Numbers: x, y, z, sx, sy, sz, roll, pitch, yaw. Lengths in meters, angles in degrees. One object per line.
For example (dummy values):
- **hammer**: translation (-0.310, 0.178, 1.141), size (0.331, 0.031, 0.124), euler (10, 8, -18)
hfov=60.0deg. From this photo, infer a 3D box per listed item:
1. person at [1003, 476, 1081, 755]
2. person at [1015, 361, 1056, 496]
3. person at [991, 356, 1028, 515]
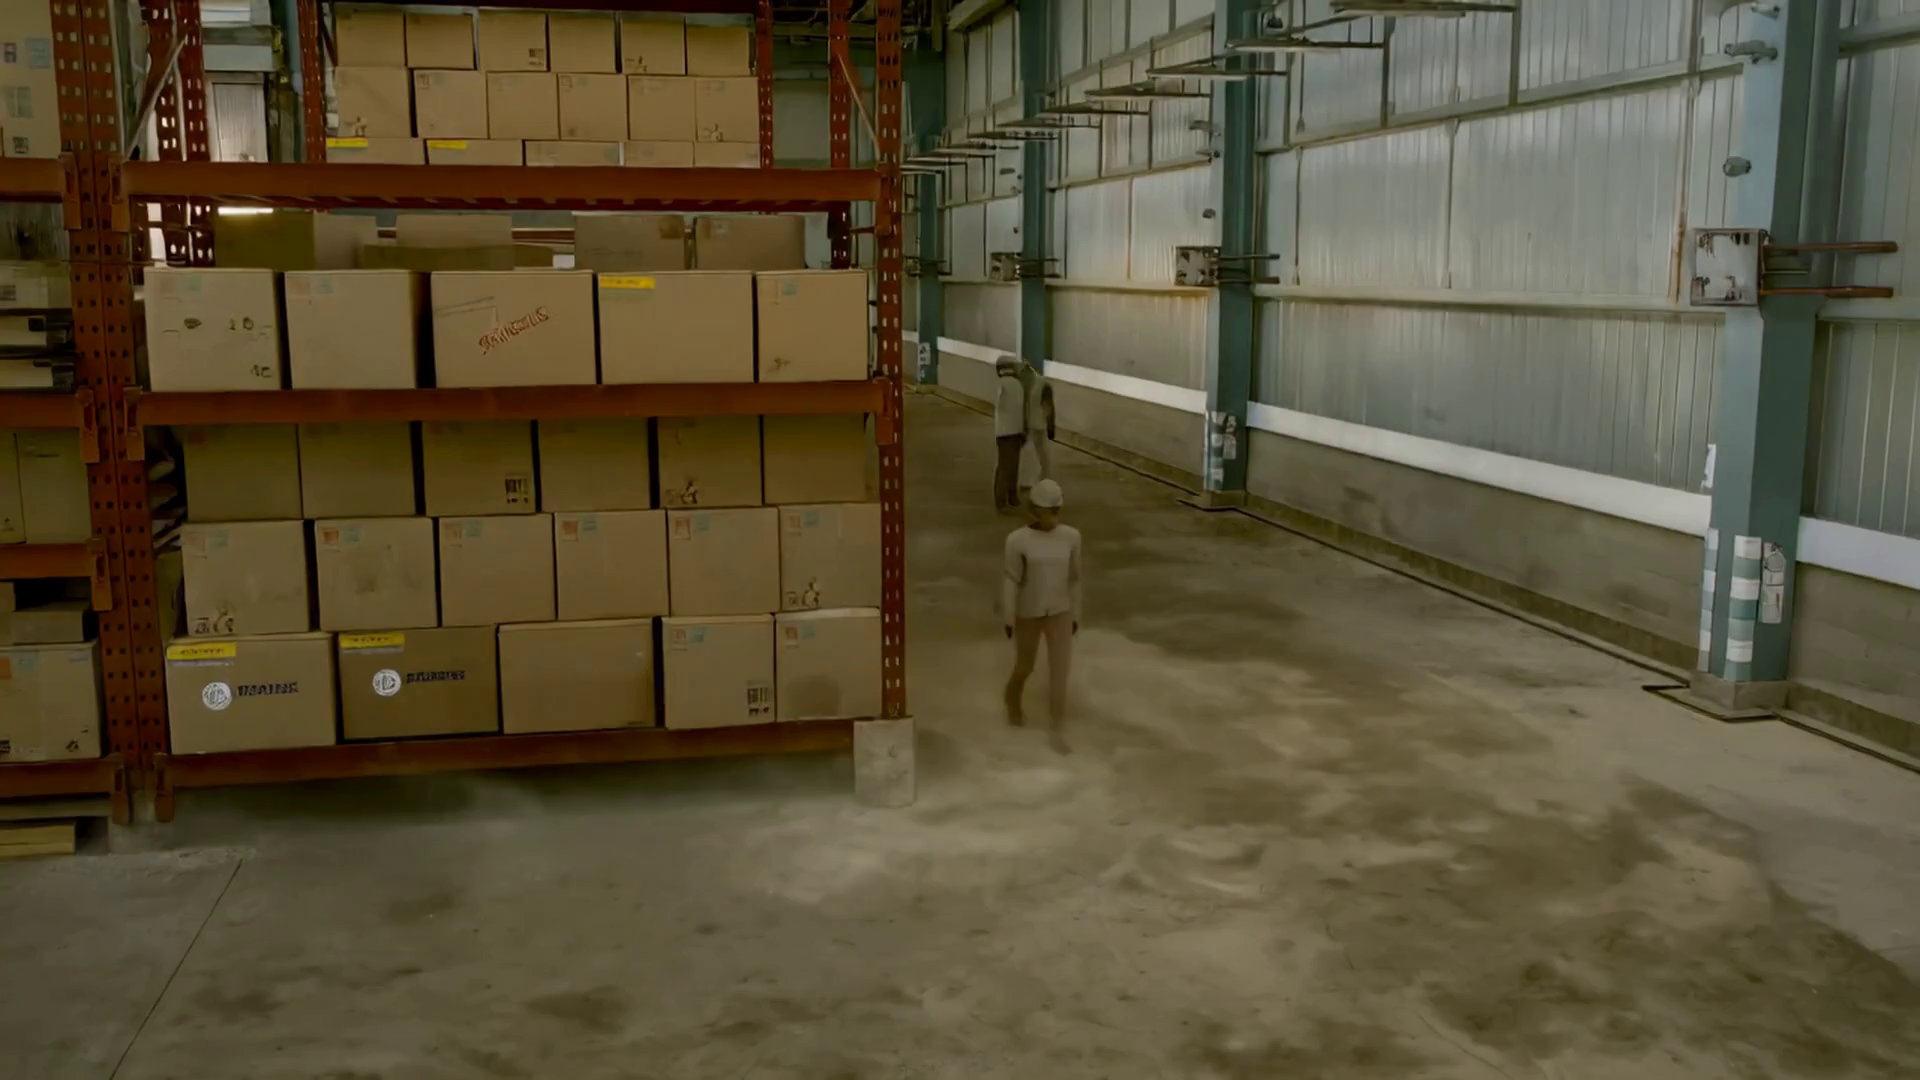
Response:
- **person**: translation (0.502, 0.440, 10.601), size (0.531, 1.736, 0.778), euler (-3, 10, -17)
- **person**: translation (0.949, -1.458, 21.963), size (0.685, 1.809, 0.434), euler (5, 11, 29)
- **person**: translation (0.639, -1.287, 20.530), size (0.388, 1.946, 0.747), euler (-6, 11, -31)
